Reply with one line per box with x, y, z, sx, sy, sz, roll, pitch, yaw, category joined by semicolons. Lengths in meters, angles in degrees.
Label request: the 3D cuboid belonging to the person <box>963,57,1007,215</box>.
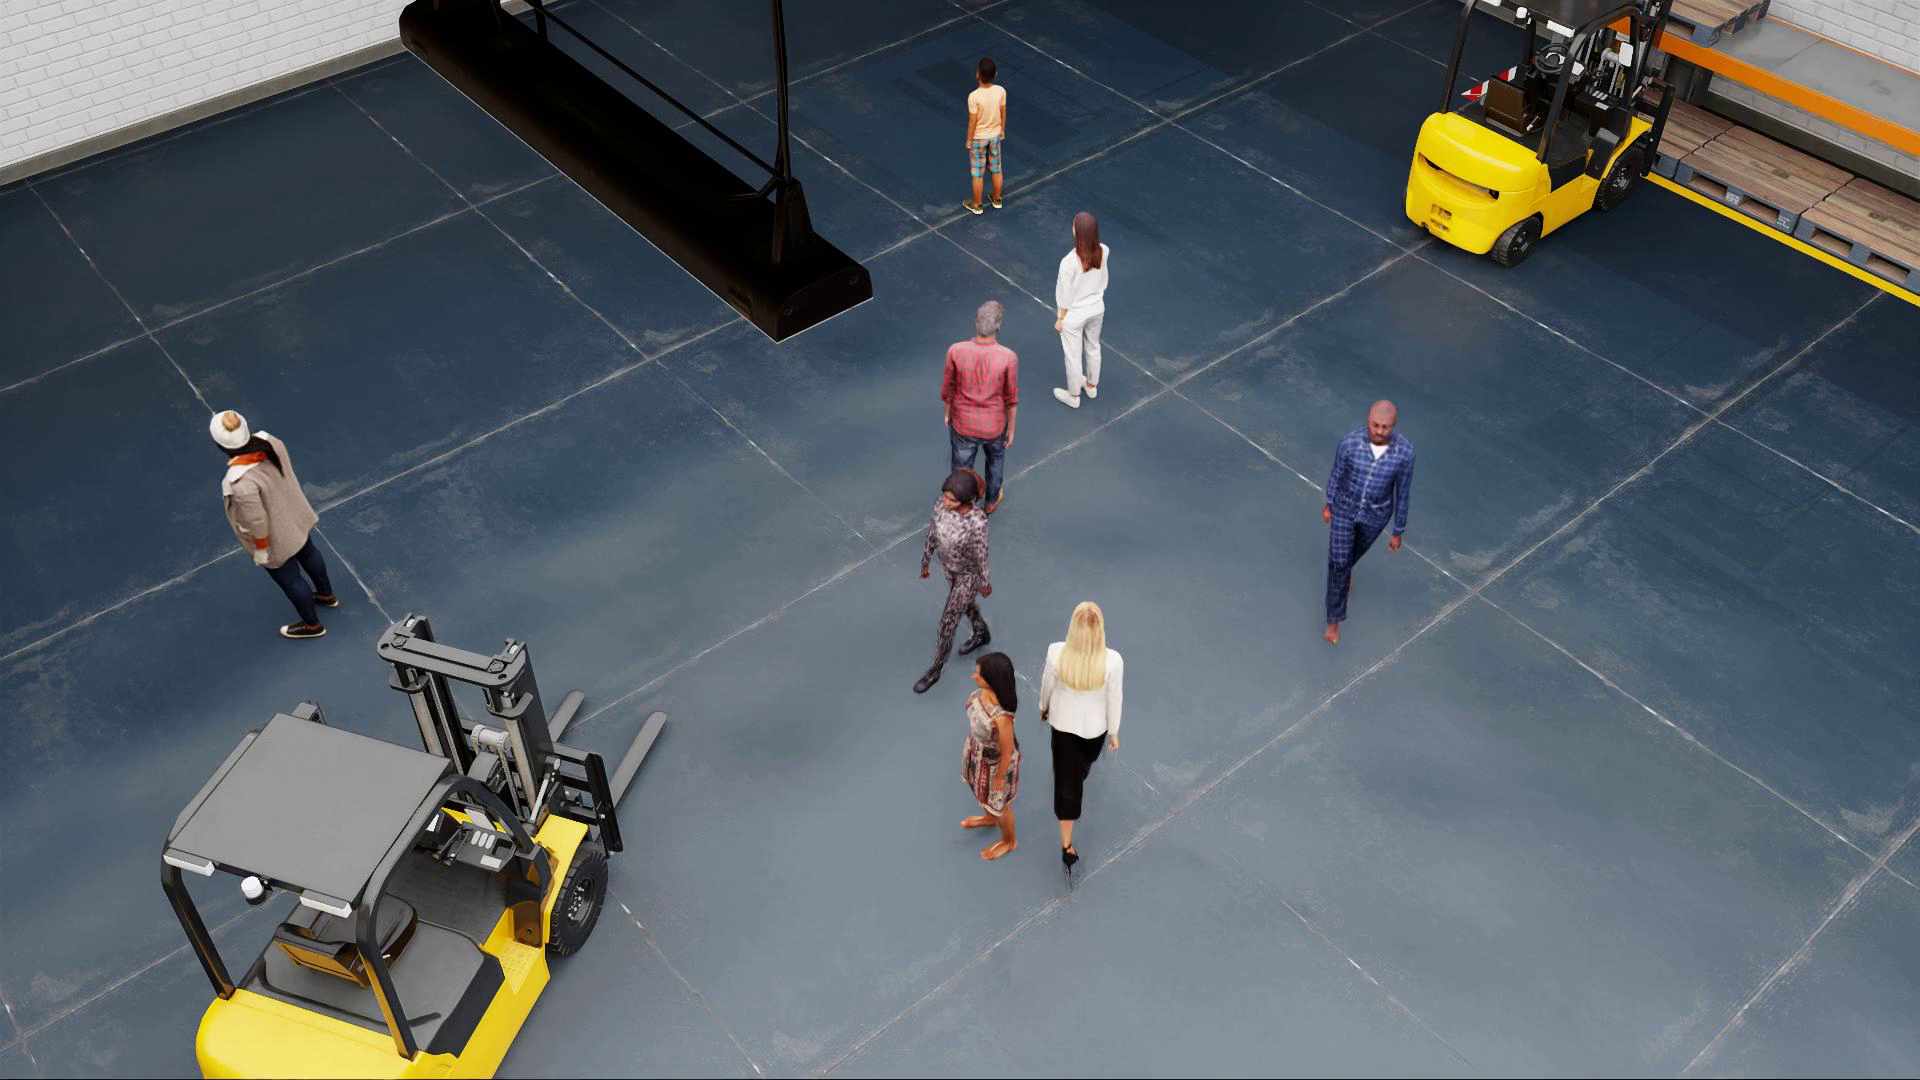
0.228;-3.588;14.761;0.568;1.461;0.542;-20;47;-20;person

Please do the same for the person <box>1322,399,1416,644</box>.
2.671;-0.249;11.038;1.177;1.763;1.190;7;44;7;person

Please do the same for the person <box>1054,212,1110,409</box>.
0.928;-1.754;12.672;0.607;1.688;0.527;-27;50;-26;person

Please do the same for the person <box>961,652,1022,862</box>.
0.217;1.215;9.583;0.781;1.650;0.624;-11;45;-11;person

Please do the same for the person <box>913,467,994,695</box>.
0.080;0.171;10.652;0.674;1.686;0.887;-30;51;-28;person

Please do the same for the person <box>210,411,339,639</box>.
-4.450;-0.140;10.824;0.881;1.899;0.825;5;44;5;person

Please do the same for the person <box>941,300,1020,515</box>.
0.119;-0.775;11.571;1.009;1.789;1.068;2;44;2;person

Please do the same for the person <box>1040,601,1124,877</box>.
0.669;1.151;9.536;1.160;1.808;1.205;5;44;5;person
